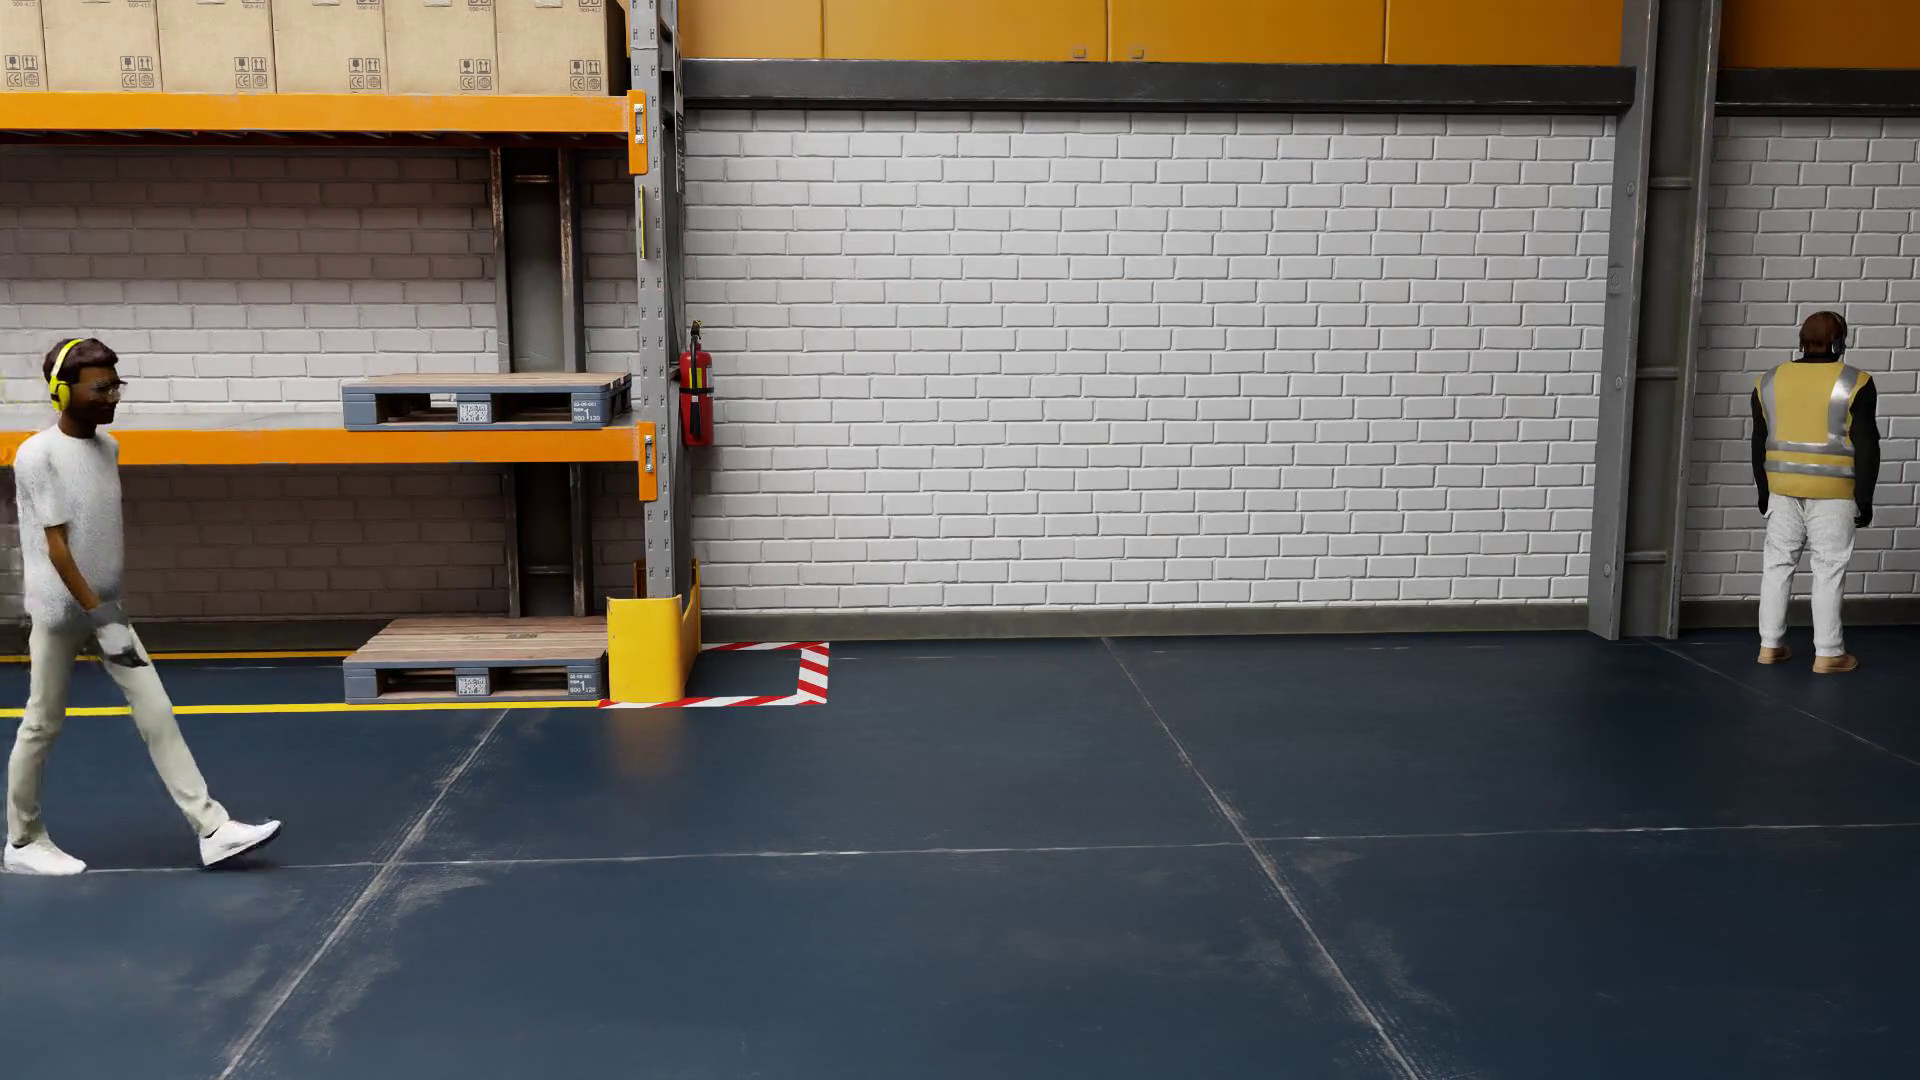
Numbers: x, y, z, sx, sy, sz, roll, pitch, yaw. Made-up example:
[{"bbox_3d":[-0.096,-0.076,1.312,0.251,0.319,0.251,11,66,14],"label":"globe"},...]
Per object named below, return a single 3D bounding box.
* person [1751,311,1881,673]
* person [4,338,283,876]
[{"bbox_3d":[4.373,-0.244,8.517,0.429,1.844,0.627,-7,12,-38],"label":"person"},{"bbox_3d":[-2.811,0.252,5.487,0.997,1.811,0.506,2,9,11],"label":"person"}]
